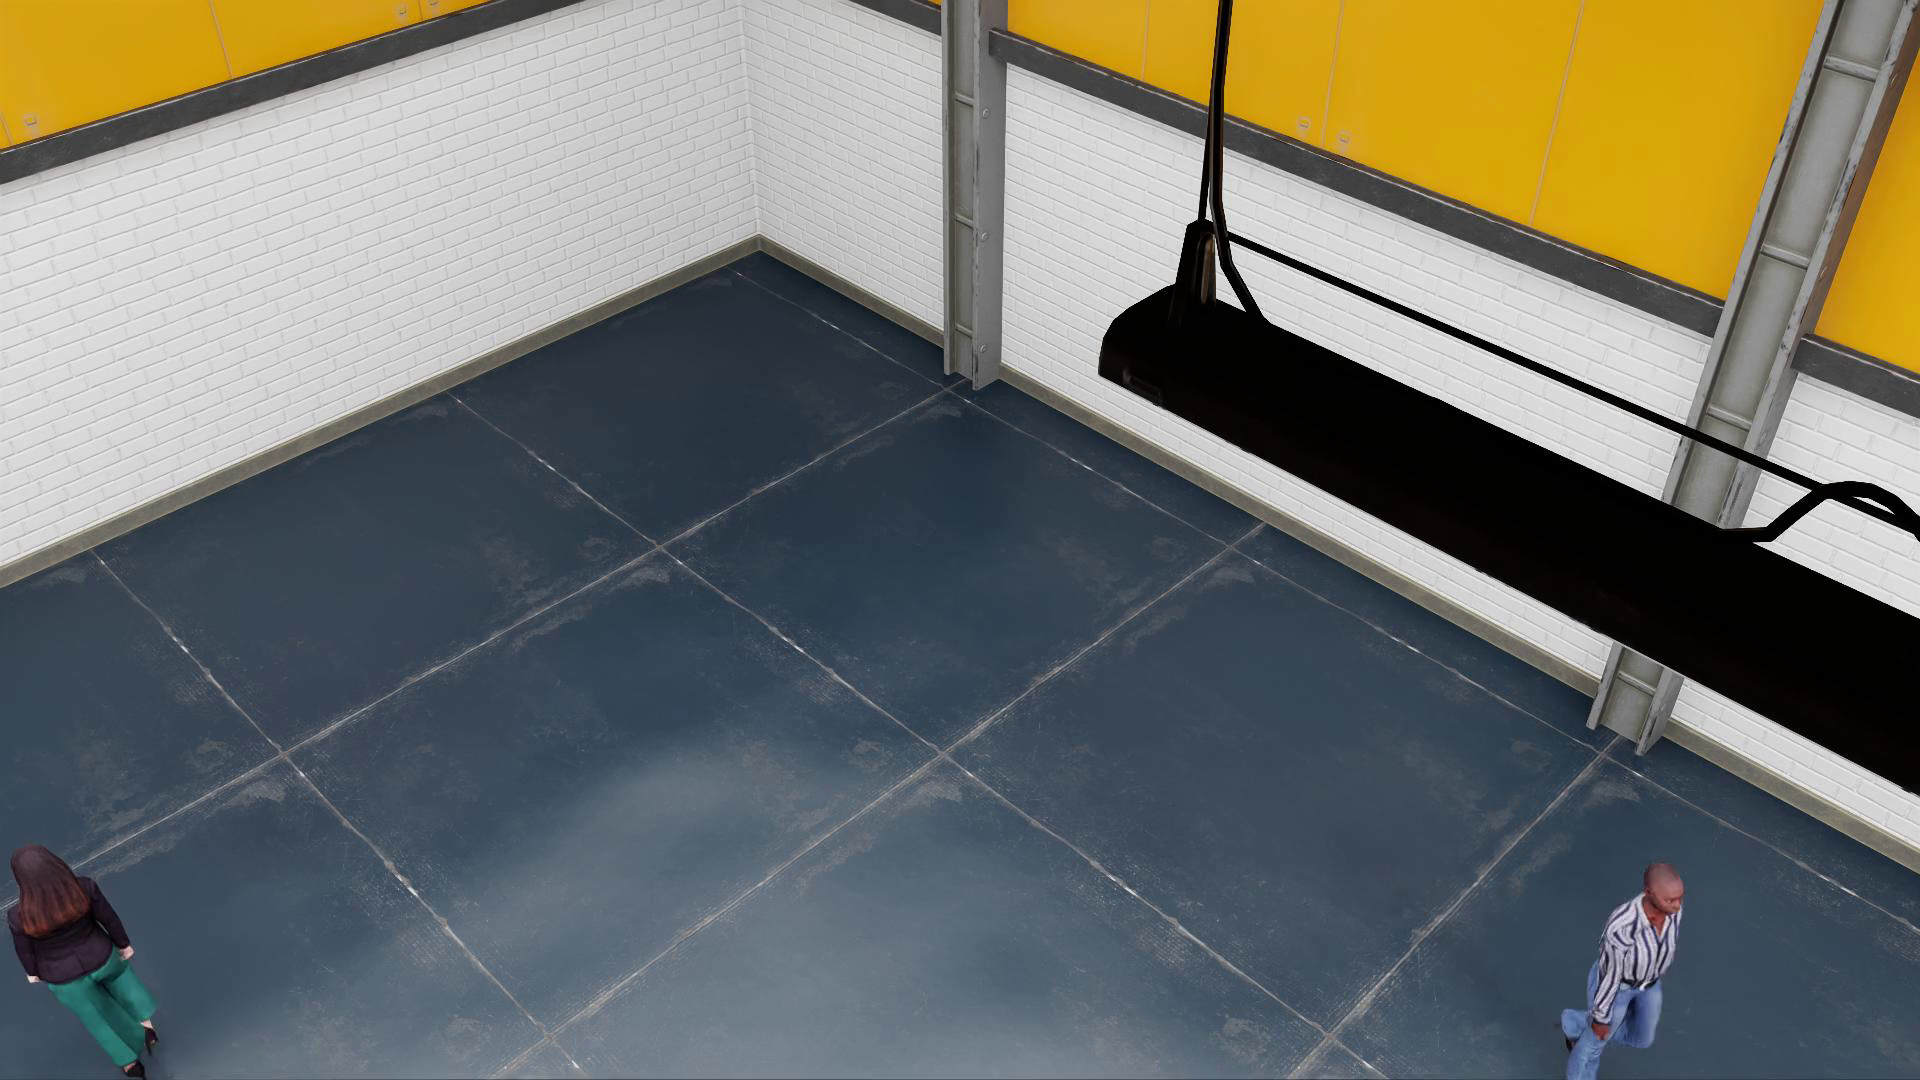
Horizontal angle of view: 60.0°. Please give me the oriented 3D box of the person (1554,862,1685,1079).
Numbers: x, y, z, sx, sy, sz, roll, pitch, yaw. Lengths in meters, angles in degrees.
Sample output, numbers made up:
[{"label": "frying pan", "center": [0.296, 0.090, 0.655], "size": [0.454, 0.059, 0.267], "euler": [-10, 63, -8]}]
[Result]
[{"label": "person", "center": [3.218, 2.175, 8.264], "size": [0.747, 1.782, 0.811], "euler": [-17, 42, -21]}]

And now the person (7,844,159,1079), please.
[{"label": "person", "center": [-4.331, 2.182, 8.298], "size": [0.674, 1.728, 0.604], "euler": [31, 48, 33]}]
